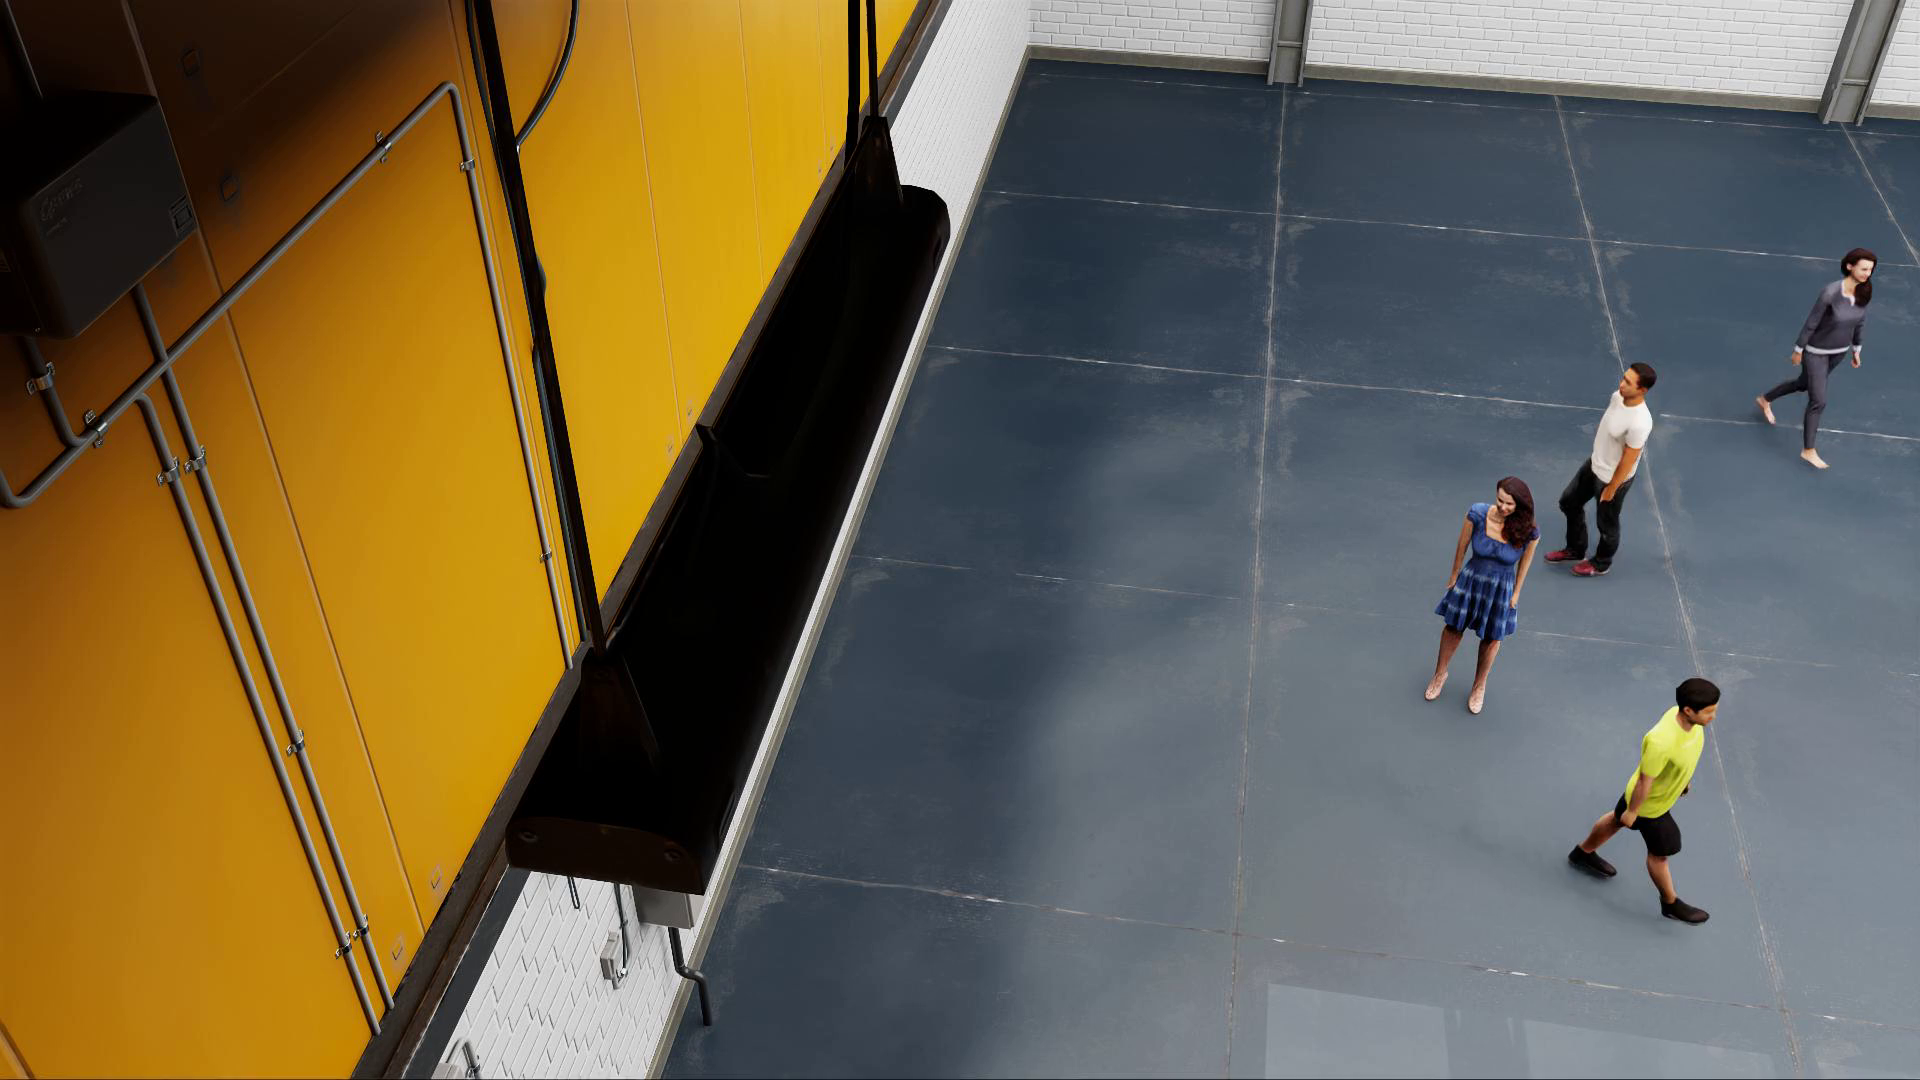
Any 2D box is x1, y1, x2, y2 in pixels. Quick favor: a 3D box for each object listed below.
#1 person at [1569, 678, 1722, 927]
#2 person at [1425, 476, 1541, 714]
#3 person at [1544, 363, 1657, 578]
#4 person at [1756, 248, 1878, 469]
[{"bbox_3d":[3.832,1.387,9.367,1.160,1.663,0.954,24,45,27],"label":"person"},{"bbox_3d":[3.319,0.347,10.555,0.605,1.806,0.785,17,42,20],"label":"person"},{"bbox_3d":[4.622,-0.476,11.595,0.762,1.794,0.734,-4,39,-5],"label":"person"},{"bbox_3d":[6.652,-1.510,12.943,1.164,1.728,1.077,-14,41,-17],"label":"person"}]
